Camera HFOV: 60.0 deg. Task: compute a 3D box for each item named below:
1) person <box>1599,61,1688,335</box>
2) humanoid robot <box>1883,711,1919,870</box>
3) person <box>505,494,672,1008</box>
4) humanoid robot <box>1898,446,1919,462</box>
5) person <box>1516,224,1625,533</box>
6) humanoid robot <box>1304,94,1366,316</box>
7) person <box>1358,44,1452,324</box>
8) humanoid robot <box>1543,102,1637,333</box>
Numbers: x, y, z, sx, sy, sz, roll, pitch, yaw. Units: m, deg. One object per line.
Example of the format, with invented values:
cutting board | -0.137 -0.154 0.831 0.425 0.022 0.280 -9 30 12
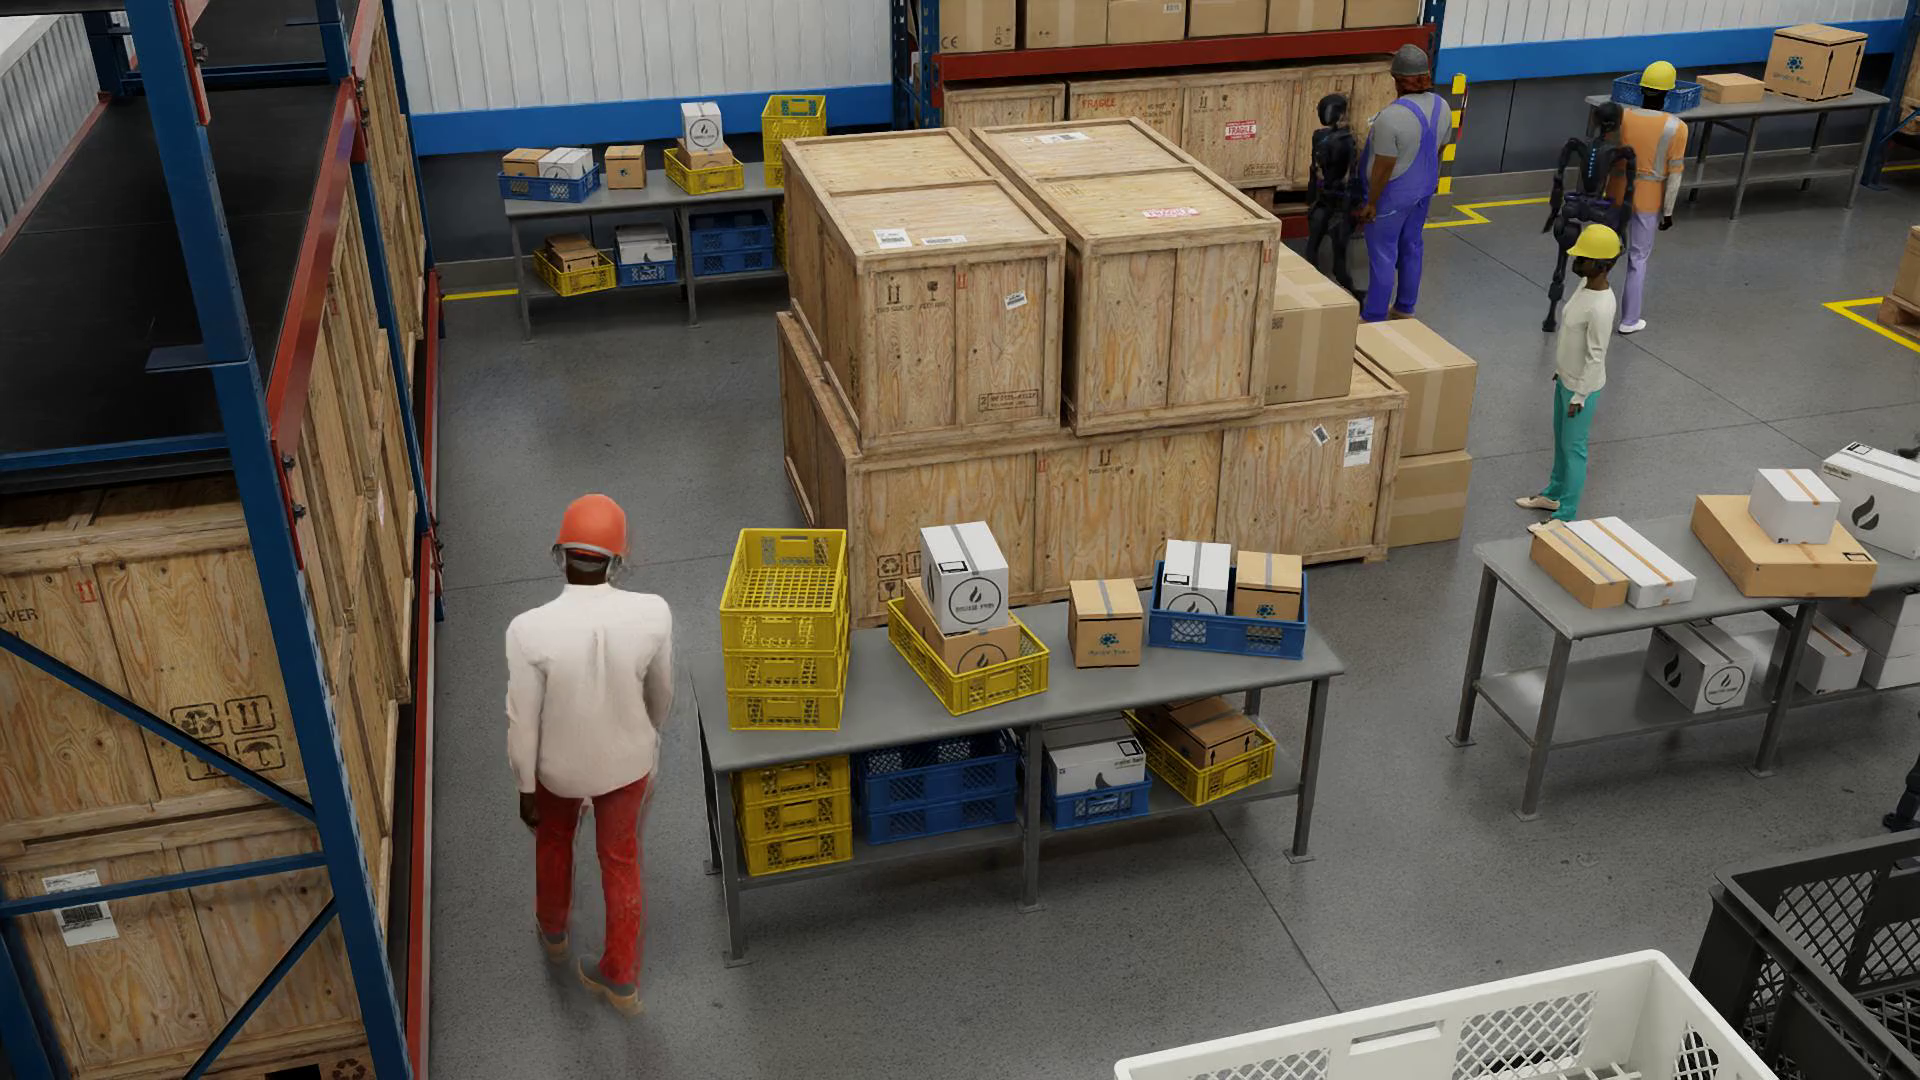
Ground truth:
person | 4.766 -2.406 11.765 0.584 1.928 0.365 19 34 31
humanoid robot | 4.018 0.570 6.604 0.328 1.660 0.588 24 37 37
person | -1.347 0.735 6.038 0.633 1.951 0.831 -14 32 -24
humanoid robot | 5.823 -1.028 9.528 0.488 1.637 0.646 6 29 10
person | 3.373 -0.875 9.151 0.314 1.768 0.524 3 29 6
humanoid robot | 2.773 -2.411 12.060 0.554 1.639 0.604 -14 32 -24
person | 3.066 -2.476 11.777 0.685 2.000 0.536 -19 34 -31
humanoid robot | 4.436 -2.261 11.756 0.602 1.652 0.353 19 34 30
